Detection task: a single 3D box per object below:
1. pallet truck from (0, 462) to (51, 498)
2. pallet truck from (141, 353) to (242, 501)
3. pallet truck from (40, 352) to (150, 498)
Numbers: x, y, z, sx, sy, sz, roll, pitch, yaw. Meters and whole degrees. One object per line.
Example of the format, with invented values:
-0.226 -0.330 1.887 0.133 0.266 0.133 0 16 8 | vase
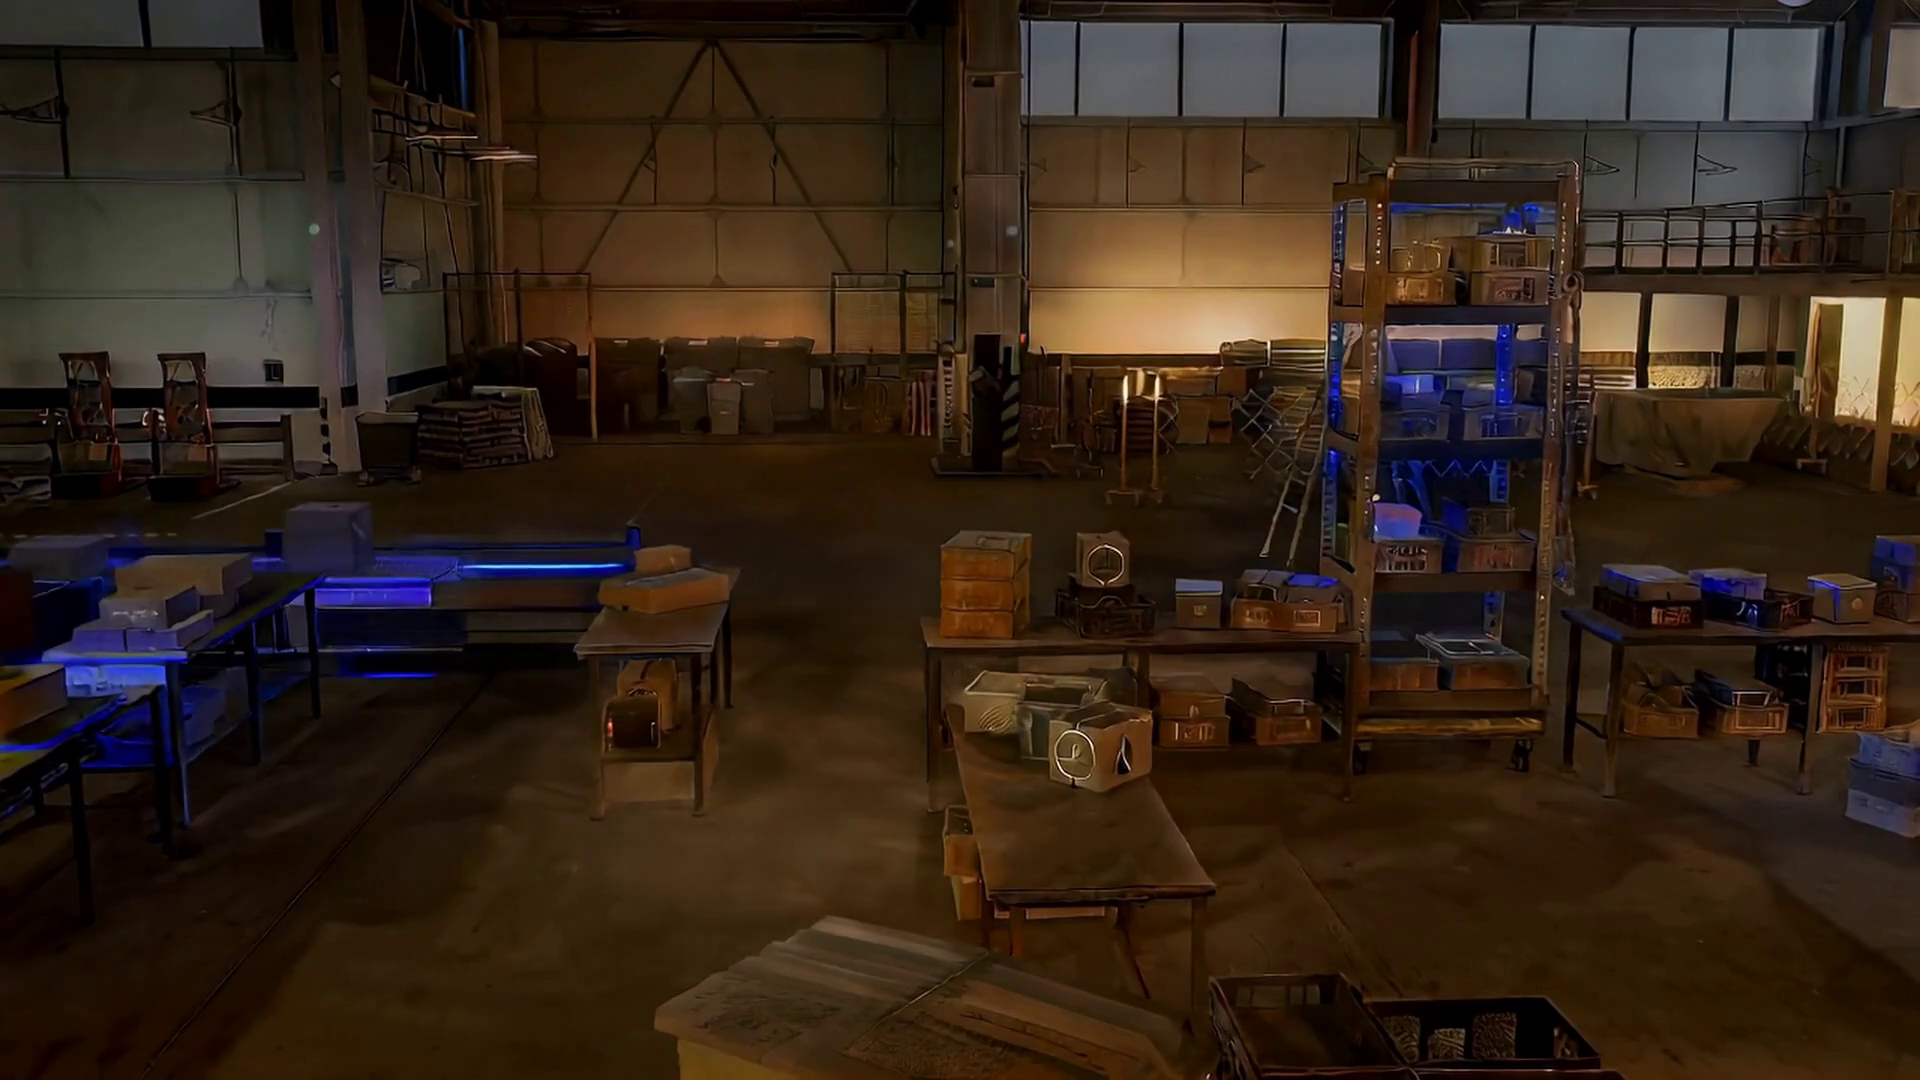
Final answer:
-13.193 -1.293 23.148 0.653 1.274 1.630 -1 9 -4 | pallet truck
-10.520 -1.604 22.925 0.823 1.965 1.885 -1 9 -6 | pallet truck
-11.907 -1.642 23.165 0.823 1.965 1.885 0 9 0 | pallet truck
